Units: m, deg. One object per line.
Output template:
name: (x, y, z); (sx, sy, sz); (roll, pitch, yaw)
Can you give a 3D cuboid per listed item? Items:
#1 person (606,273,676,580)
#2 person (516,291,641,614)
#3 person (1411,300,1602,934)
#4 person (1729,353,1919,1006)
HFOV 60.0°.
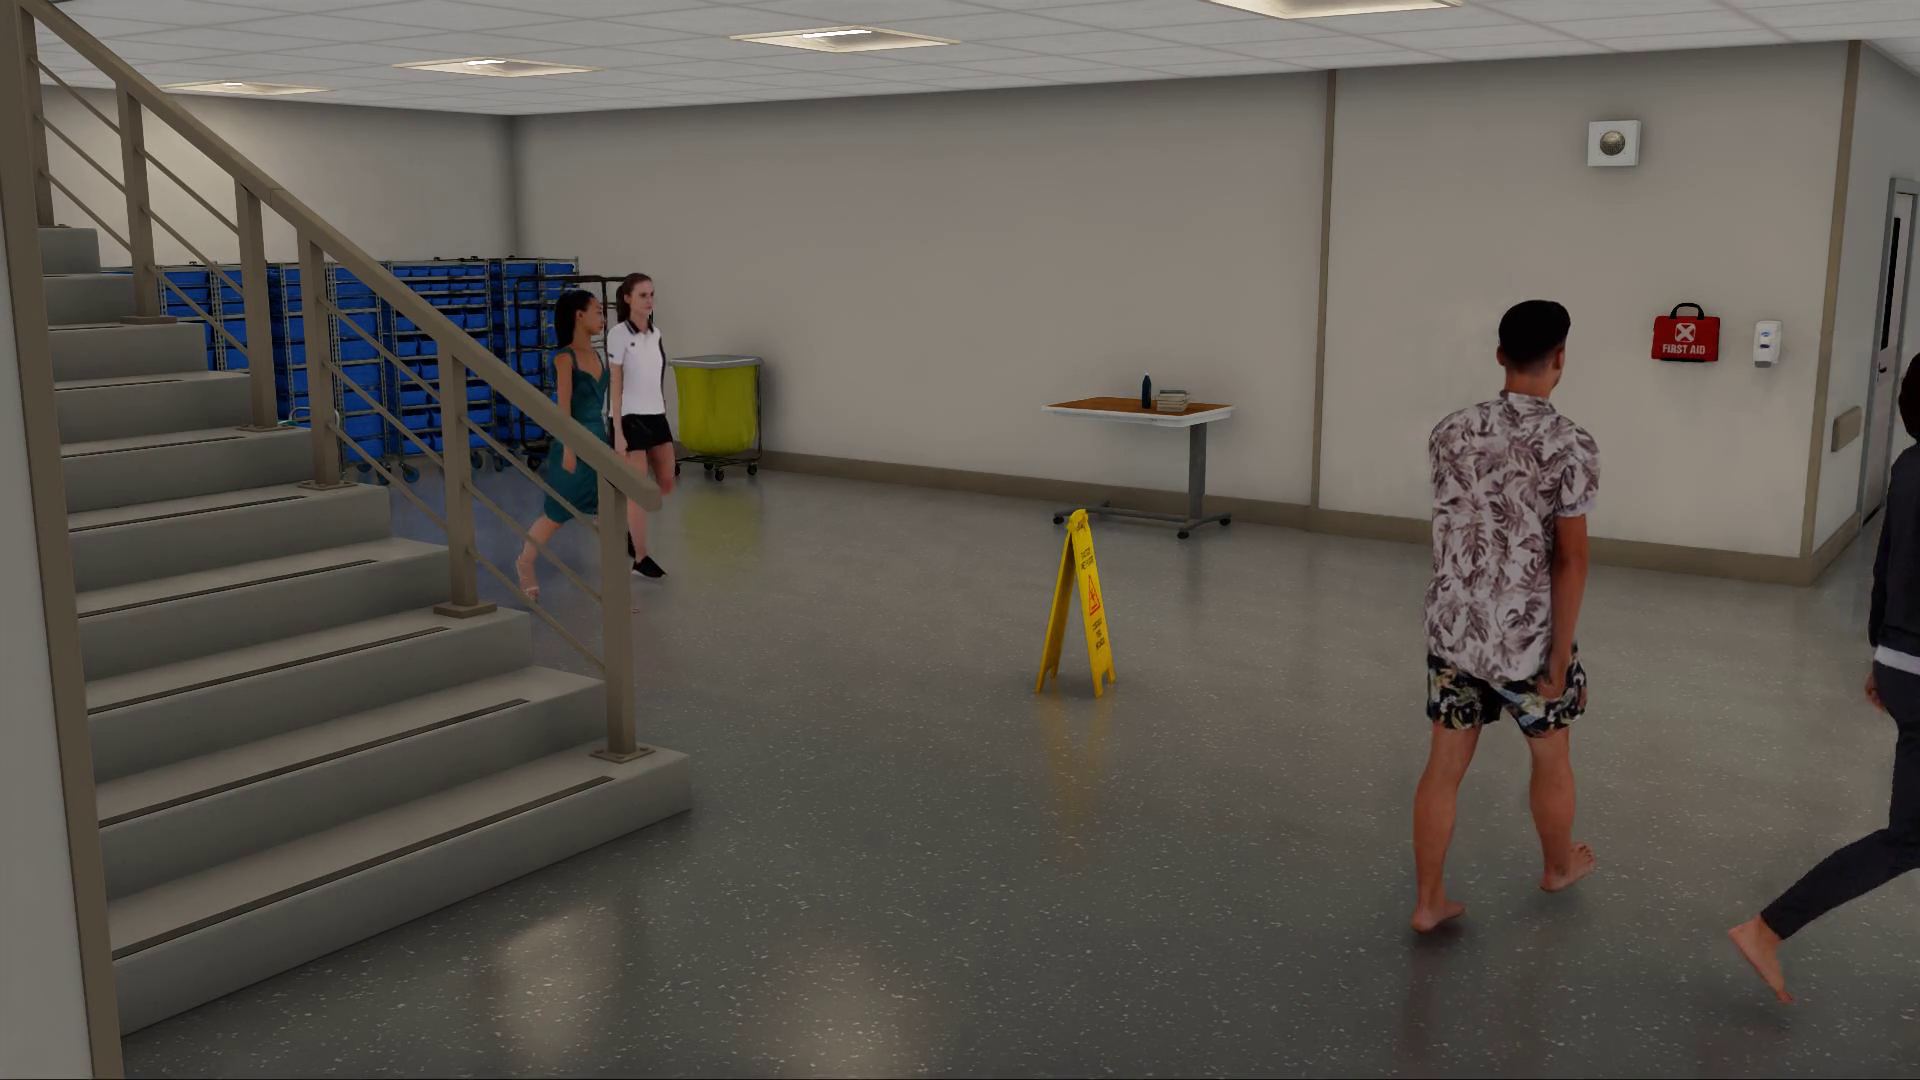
person: (-1.893, -0.637, 9.495); (0.735, 1.737, 0.581); (8, 13, 37)
person: (-2.034, -0.412, 8.573); (1.094, 1.640, 0.685); (5, 12, 26)
person: (1.470, 0.255, 4.671); (0.999, 1.785, 0.840); (9, 14, 40)
person: (2.374, 0.364, 4.200); (1.154, 1.746, 0.956); (1, 11, 5)
